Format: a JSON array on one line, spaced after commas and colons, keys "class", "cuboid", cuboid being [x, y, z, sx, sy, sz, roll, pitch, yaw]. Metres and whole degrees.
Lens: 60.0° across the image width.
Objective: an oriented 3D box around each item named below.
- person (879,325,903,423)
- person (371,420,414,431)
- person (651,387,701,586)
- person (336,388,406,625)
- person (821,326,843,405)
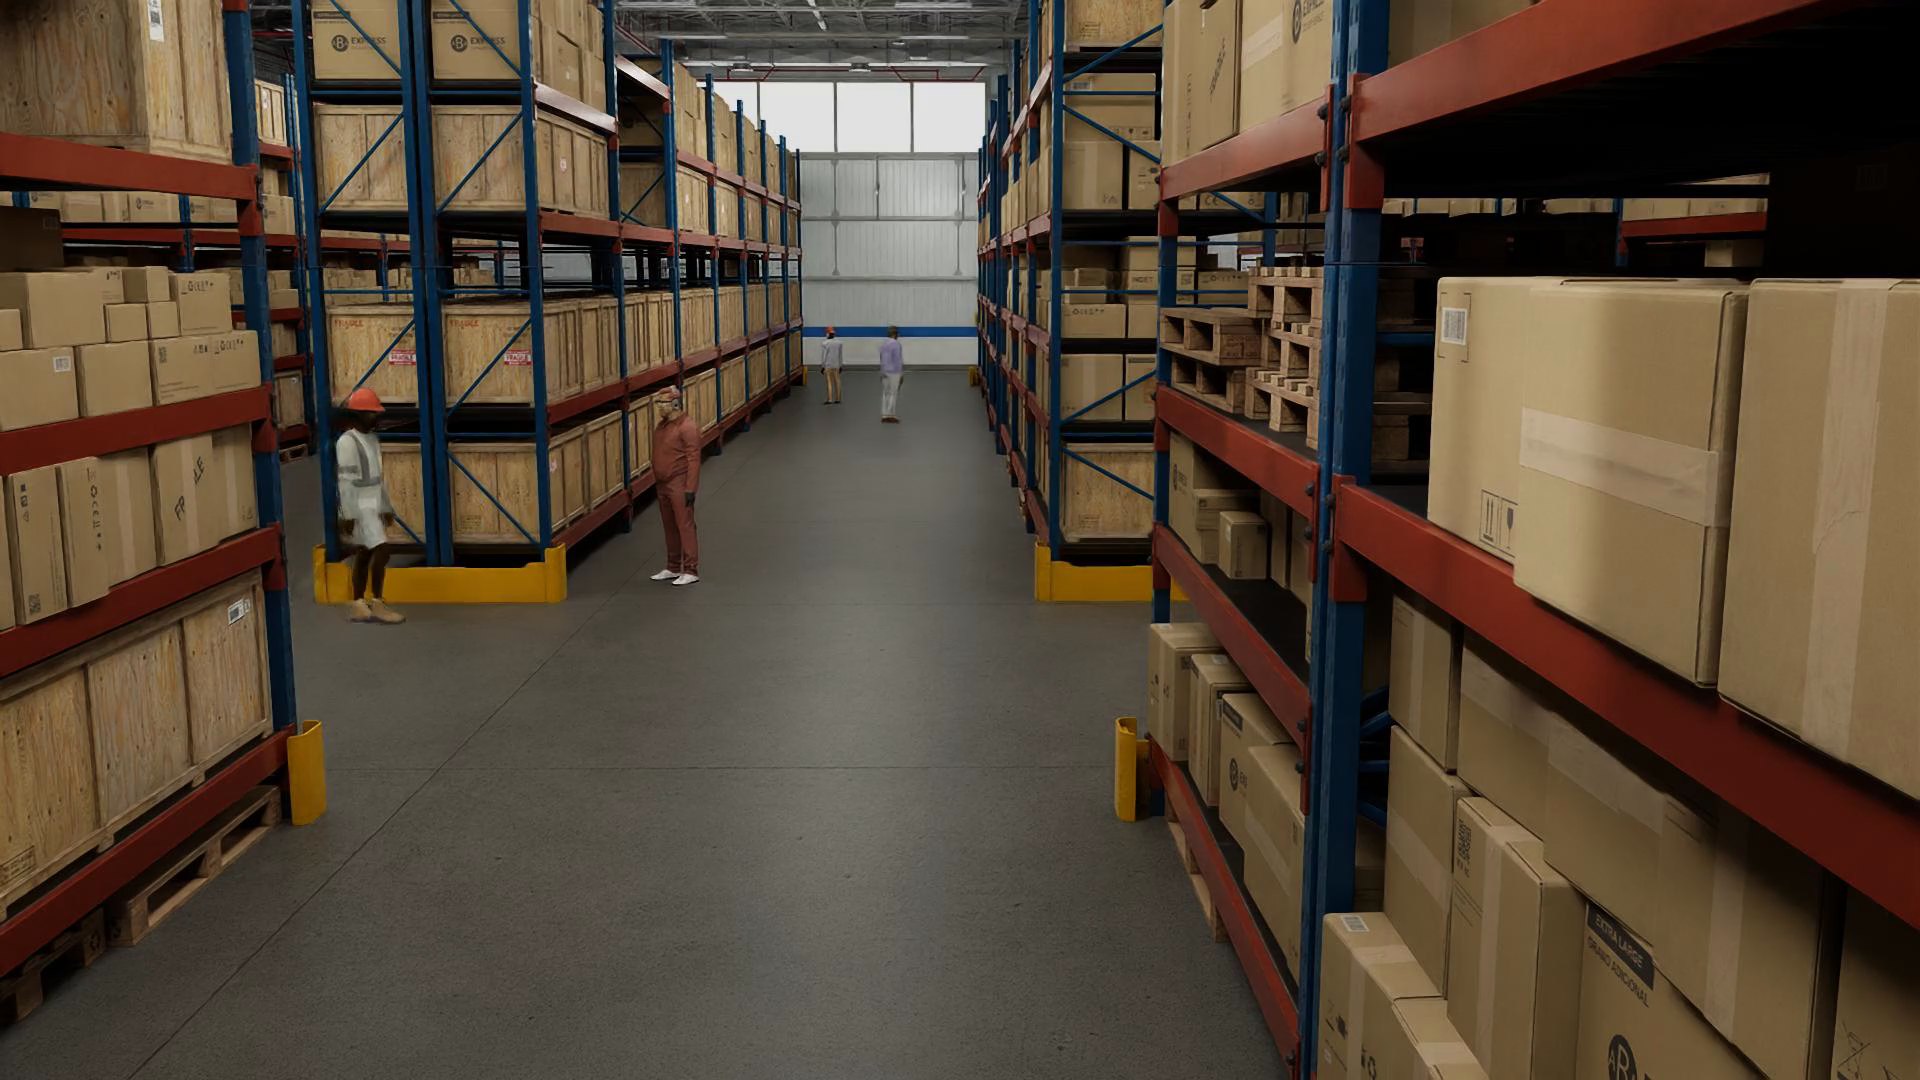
[{"class": "person", "cuboid": [-1.363, -3.267, 32.825, 0.426, 1.924, 0.665, -8, 12, -41]}, {"class": "person", "cuboid": [-7.901, -1.690, 23.200, 0.653, 1.906, 0.405, -5, 11, -28]}, {"class": "person", "cuboid": [-2.764, -0.519, 16.017, 0.401, 1.906, 0.651, -8, 12, -41]}, {"class": "person", "cuboid": [-4.940, -0.273, 14.136, 0.686, 2.025, 0.636, 0, 9, 1]}, {"class": "person", "cuboid": [-2.886, -3.900, 37.220, 0.572, 1.747, 0.343, -8, 12, -40]}]
